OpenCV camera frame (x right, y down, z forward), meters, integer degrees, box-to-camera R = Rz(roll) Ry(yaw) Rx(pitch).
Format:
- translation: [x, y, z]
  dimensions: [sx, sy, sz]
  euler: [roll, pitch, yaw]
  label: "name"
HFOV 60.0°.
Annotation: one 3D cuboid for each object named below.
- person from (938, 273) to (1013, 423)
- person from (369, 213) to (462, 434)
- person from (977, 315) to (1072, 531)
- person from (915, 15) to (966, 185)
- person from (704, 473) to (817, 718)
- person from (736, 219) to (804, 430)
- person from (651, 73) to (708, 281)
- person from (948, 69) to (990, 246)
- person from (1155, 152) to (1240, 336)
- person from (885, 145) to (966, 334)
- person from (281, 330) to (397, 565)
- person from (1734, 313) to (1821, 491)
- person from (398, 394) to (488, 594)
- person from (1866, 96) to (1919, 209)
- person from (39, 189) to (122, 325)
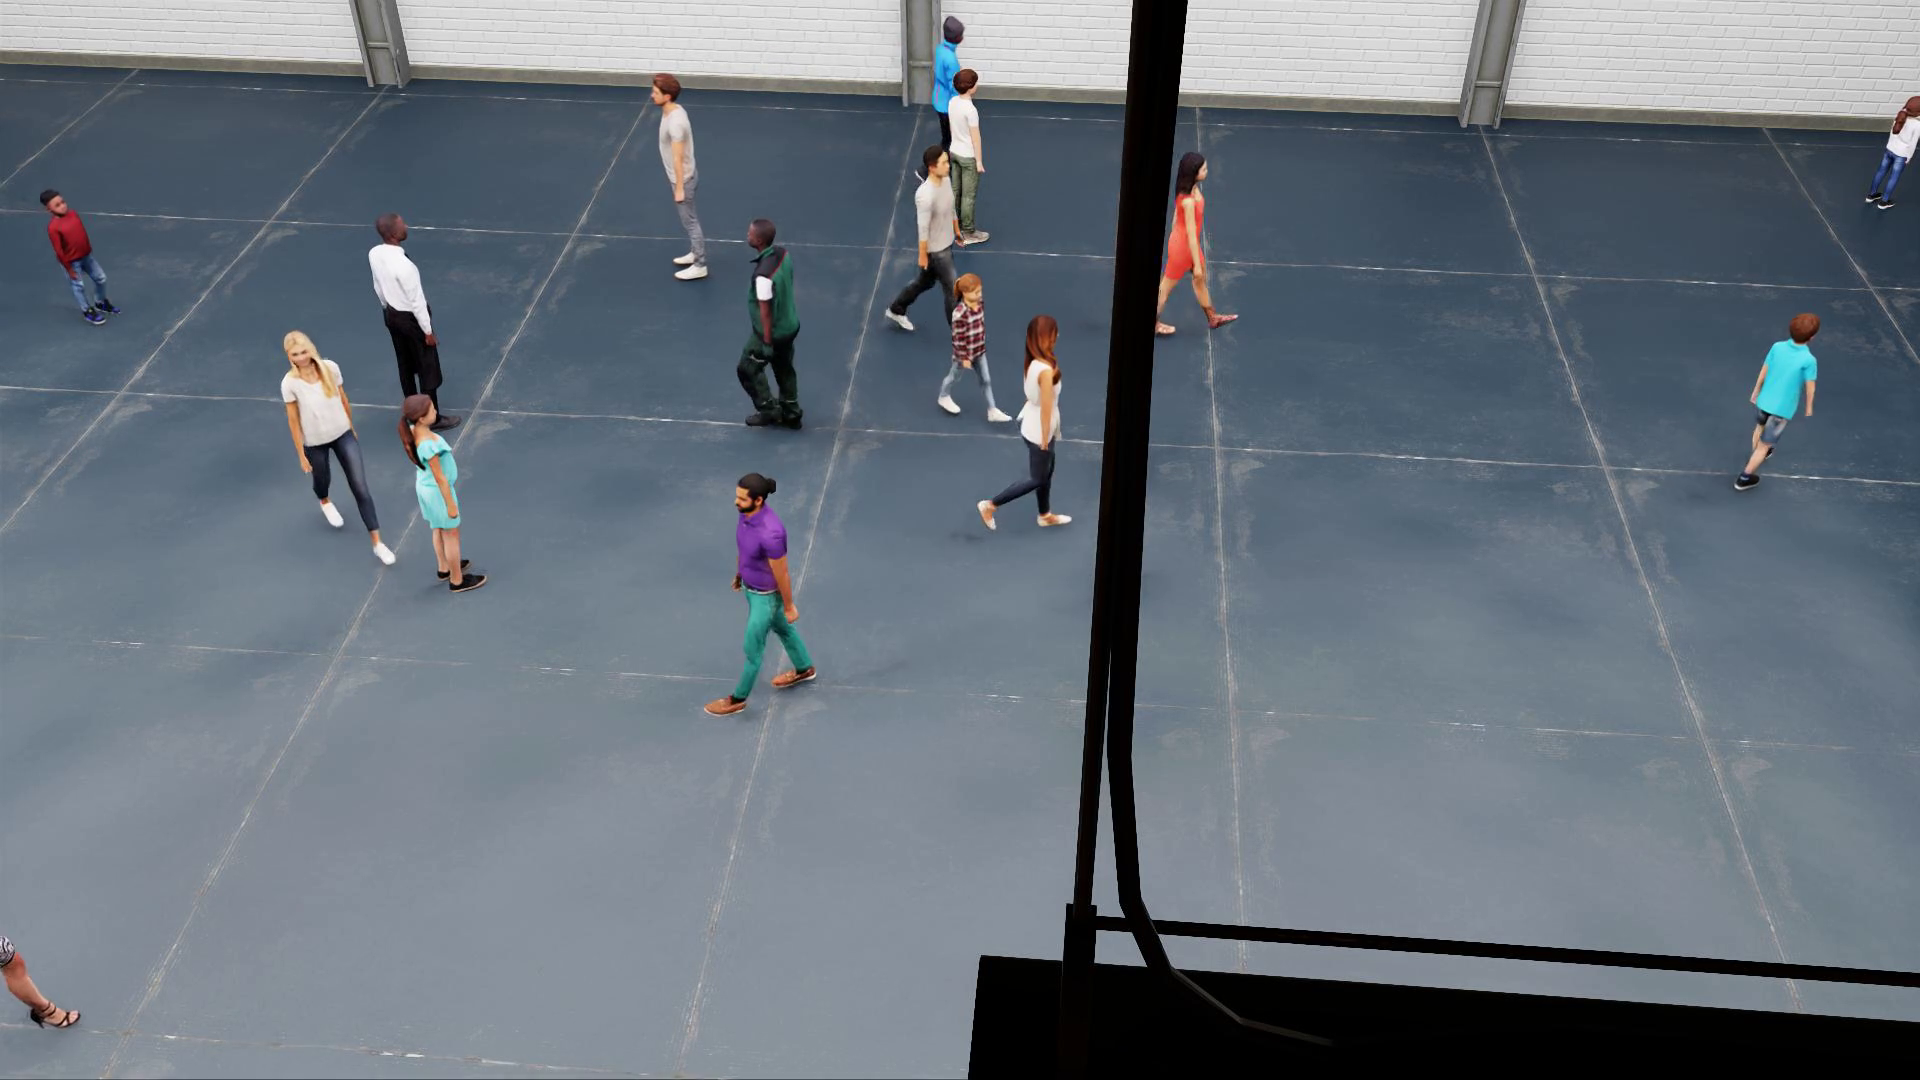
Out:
- translation: [0.007, -1.518, 13.100]
  dimensions: [0.969, 1.272, 0.848]
  euler: [29, 47, 31]
  label: "person"
- translation: [-4.264, -1.675, 12.847]
  dimensions: [0.670, 1.834, 0.784]
  euler: [26, 45, 29]
  label: "person"
- translation: [0.466, -0.777, 11.780]
  dimensions: [1.015, 1.762, 0.758]
  euler: [-7, 39, -9]
  label: "person"
- translation: [-0.194, -4.141, 15.974]
  dimensions: [0.930, 1.785, 0.800]
  euler: [-12, 40, -14]
  label: "person"
- translation: [-1.137, 0.293, 10.459]
  dimensions: [1.152, 1.738, 0.984]
  euler: [-17, 42, -20]
  label: "person"
- translation: [-1.355, -1.607, 12.768]
  dimensions: [0.773, 1.825, 0.755]
  euler: [9, 40, 11]
  label: "person"
- translation: [-2.452, -3.223, 14.738]
  dimensions: [0.672, 1.893, 0.705]
  euler: [-10, 40, -12]
  label: "person"
- translation: [0.044, -3.540, 15.325]
  dimensions: [0.702, 1.654, 0.654]
  euler: [-24, 44, -27]
  label: "person"
- translation: [1.783, -2.430, 13.912]
  dimensions: [1.004, 1.684, 0.620]
  euler: [2, 39, 3]
  label: "person"
- translation: [-0.286, -2.475, 13.888]
  dimensions: [1.192, 1.784, 0.801]
  euler: [10, 40, 12]
  label: "person"
- translation: [-4.488, -0.706, 11.691]
  dimensions: [1.170, 1.762, 1.180]
  euler: [-26, 45, -29]
  label: "person"
- translation: [6.017, -1.001, 12.329]
  dimensions: [0.897, 1.426, 0.788]
  euler: [-18, 42, -21]
  label: "person"
- translation: [-3.579, -0.333, 11.387]
  dimensions: [0.691, 1.558, 0.635]
  euler: [-26, 45, -29]
  label: "person"
- translation: [9.053, -3.768, 16.046]
  dimensions: [0.567, 1.112, 0.518]
  euler: [-17, 42, -20]
  label: "person"
- translation: [-7.648, -2.443, 14.279]
  dimensions: [0.557, 1.247, 0.558]
  euler: [11, 40, 14]
  label: "person"
